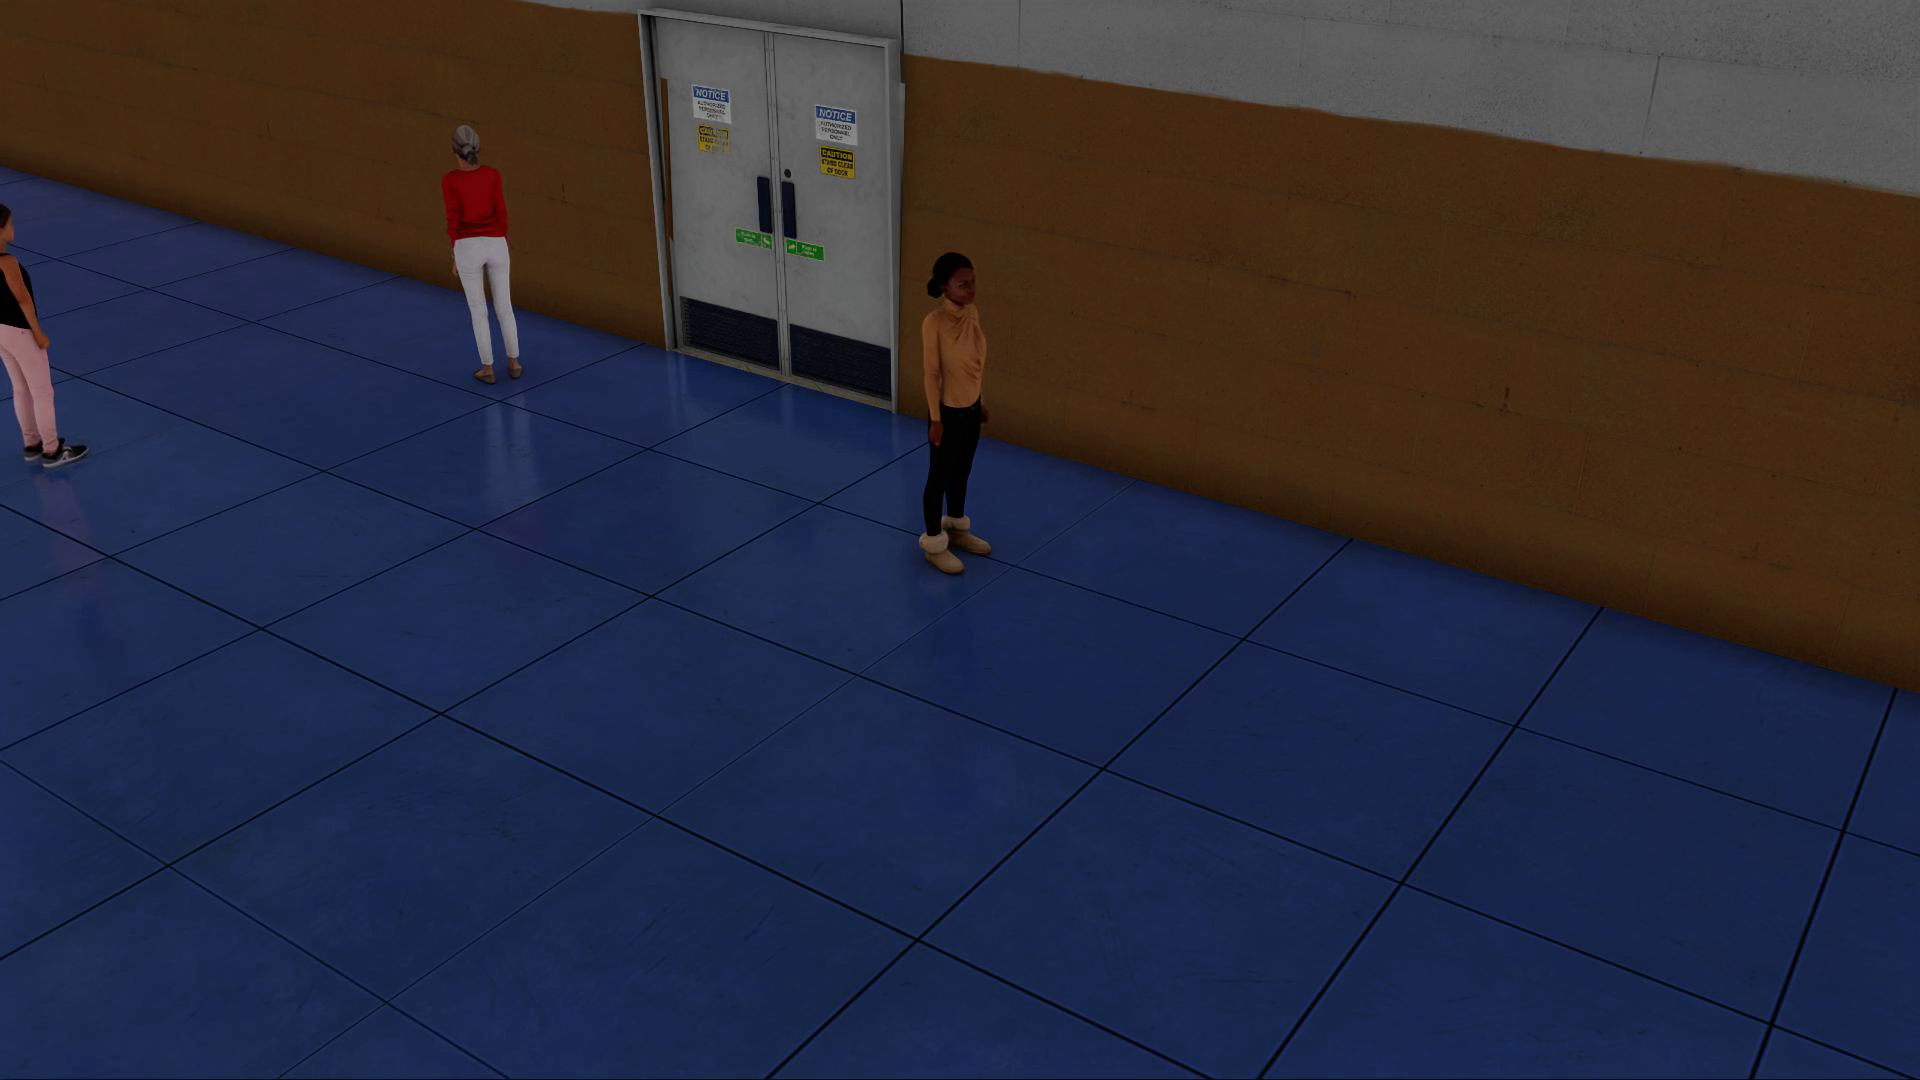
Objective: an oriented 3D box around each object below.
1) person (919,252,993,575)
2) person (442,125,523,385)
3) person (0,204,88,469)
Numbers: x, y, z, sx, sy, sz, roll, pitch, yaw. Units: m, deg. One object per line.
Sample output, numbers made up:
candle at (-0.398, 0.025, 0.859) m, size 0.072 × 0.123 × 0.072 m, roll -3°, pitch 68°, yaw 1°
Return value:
person at (-0.035, -0.662, 8.479) m, size 0.650 × 1.659 × 0.487 m, roll 18°, pitch 32°, yaw 32°
person at (-3.096, -1.845, 10.774) m, size 0.604 × 1.693 × 0.695 m, roll -14°, pitch 30°, yaw -26°
person at (-5.444, -1.176, 9.600) m, size 0.532 × 1.563 × 0.536 m, roll 15°, pitch 30°, yaw 26°
